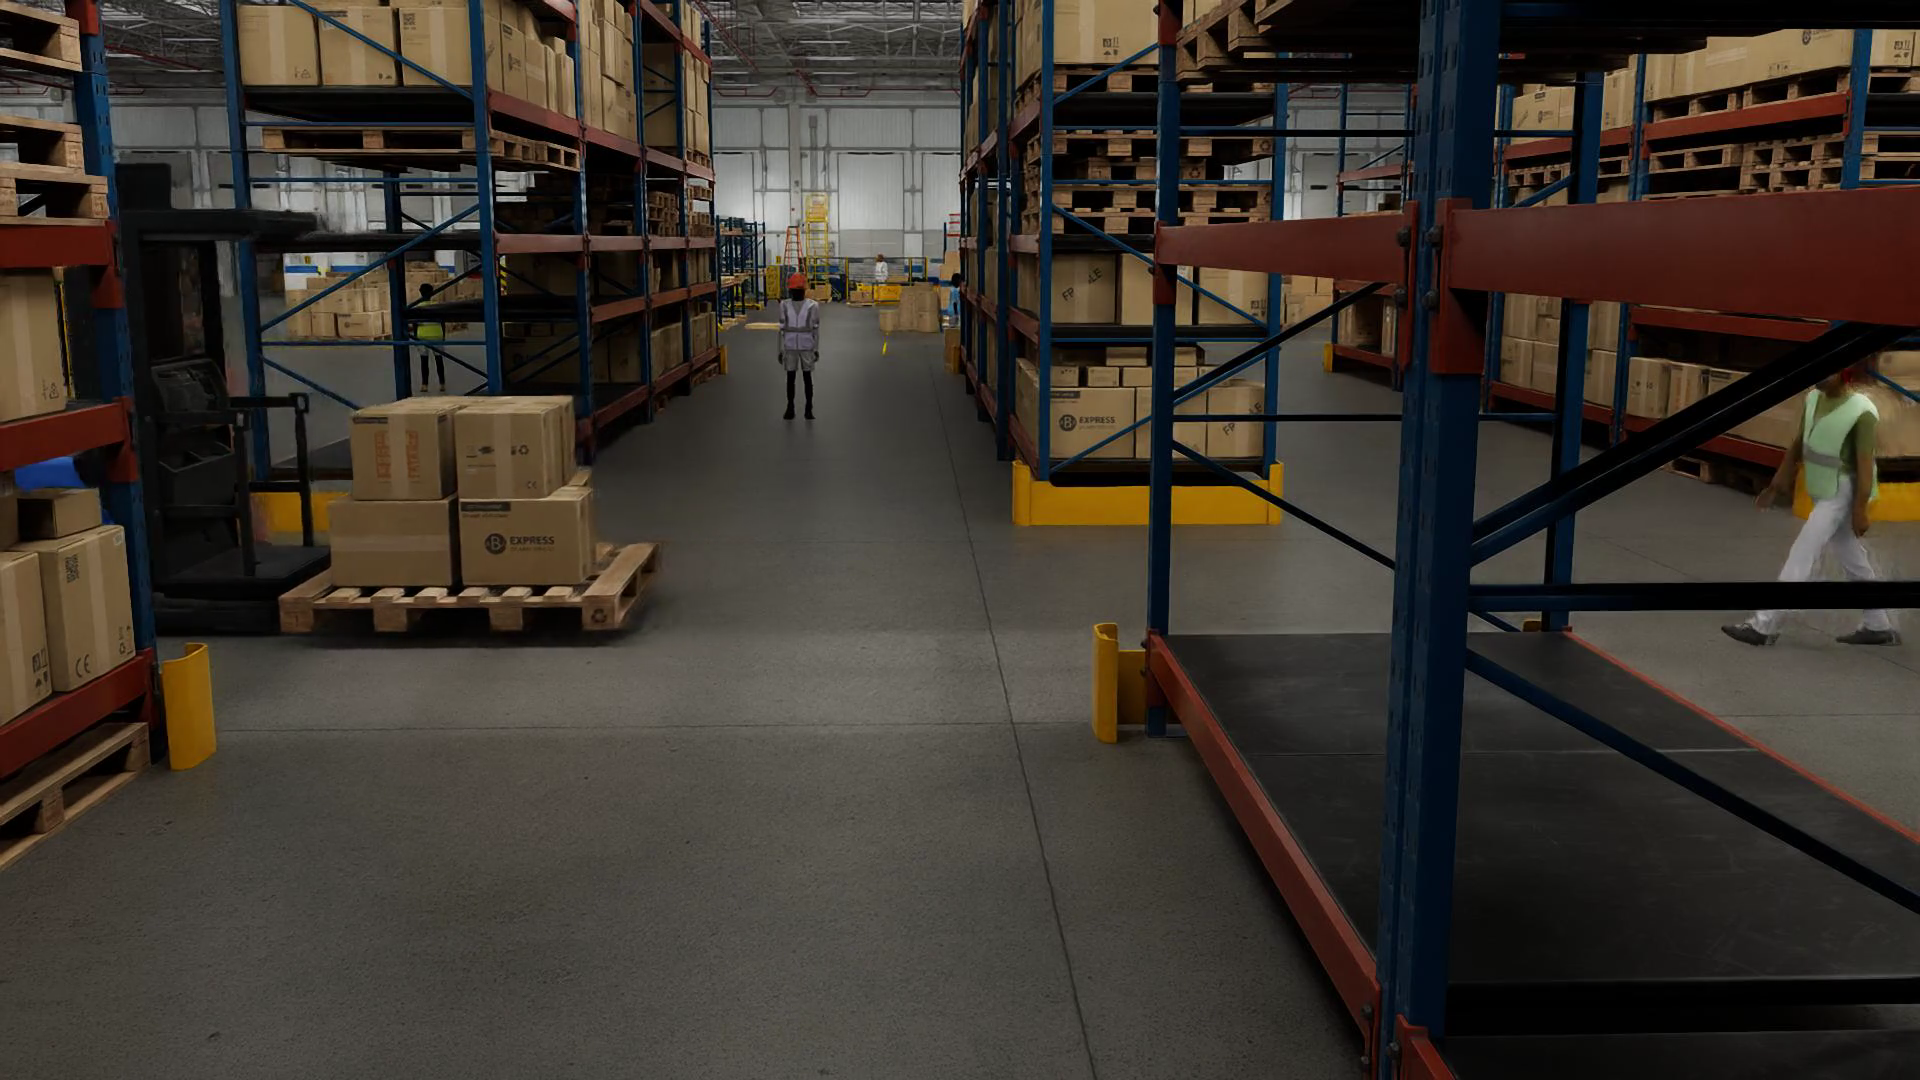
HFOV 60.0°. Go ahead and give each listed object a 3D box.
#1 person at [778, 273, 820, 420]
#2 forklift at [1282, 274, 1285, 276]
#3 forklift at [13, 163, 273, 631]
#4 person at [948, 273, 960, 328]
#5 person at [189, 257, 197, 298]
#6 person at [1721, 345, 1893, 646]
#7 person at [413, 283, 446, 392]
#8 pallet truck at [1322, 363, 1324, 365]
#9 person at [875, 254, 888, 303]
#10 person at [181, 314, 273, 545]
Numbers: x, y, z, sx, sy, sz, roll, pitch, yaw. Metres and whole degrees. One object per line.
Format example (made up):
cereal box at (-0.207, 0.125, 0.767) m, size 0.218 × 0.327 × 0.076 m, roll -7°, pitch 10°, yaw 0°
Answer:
person at (-2.135, -2.547, 22.003) m, size 0.573 × 1.924 × 0.373 m, roll 1°, pitch 10°, yaw 6°
forklift at (11.698, -9.590, 58.546) m, size 1.873 × 2.768 × 1.129 m, roll -9°, pitch 13°, yaw -40°
forklift at (-5.080, -0.904, 10.159) m, size 1.873 × 2.768 × 1.129 m, roll 0°, pitch 10°, yaw -2°
person at (-0.100, -4.688, 34.542) m, size 0.322 × 1.694 × 0.535 m, roll 0°, pitch 10°, yaw -1°
person at (-32.076, -11.025, 69.860) m, size 0.616 × 1.687 × 0.322 m, roll 0°, pitch 10°, yaw 1°
person at (4.966, -0.239, 9.535) m, size 1.014 × 1.771 × 0.581 m, roll 1°, pitch 10°, yaw 6°
person at (-8.289, -3.156, 25.997) m, size 0.535 × 1.699 × 0.318 m, roll -6°, pitch 12°, yaw -28°
pallet truck at (7.712, -4.157, 30.737) m, size 1.885 × 1.965 × 0.823 m, roll 3°, pitch 11°, yaw 16°
person at (-2.971, -9.966, 63.535) m, size 0.586 × 1.884 × 0.690 m, roll 10°, pitch 14°, yaw 44°
person at (-5.246, -0.623, 11.464) m, size 1.029 × 1.839 × 0.677 m, roll 0°, pitch 10°, yaw -2°
